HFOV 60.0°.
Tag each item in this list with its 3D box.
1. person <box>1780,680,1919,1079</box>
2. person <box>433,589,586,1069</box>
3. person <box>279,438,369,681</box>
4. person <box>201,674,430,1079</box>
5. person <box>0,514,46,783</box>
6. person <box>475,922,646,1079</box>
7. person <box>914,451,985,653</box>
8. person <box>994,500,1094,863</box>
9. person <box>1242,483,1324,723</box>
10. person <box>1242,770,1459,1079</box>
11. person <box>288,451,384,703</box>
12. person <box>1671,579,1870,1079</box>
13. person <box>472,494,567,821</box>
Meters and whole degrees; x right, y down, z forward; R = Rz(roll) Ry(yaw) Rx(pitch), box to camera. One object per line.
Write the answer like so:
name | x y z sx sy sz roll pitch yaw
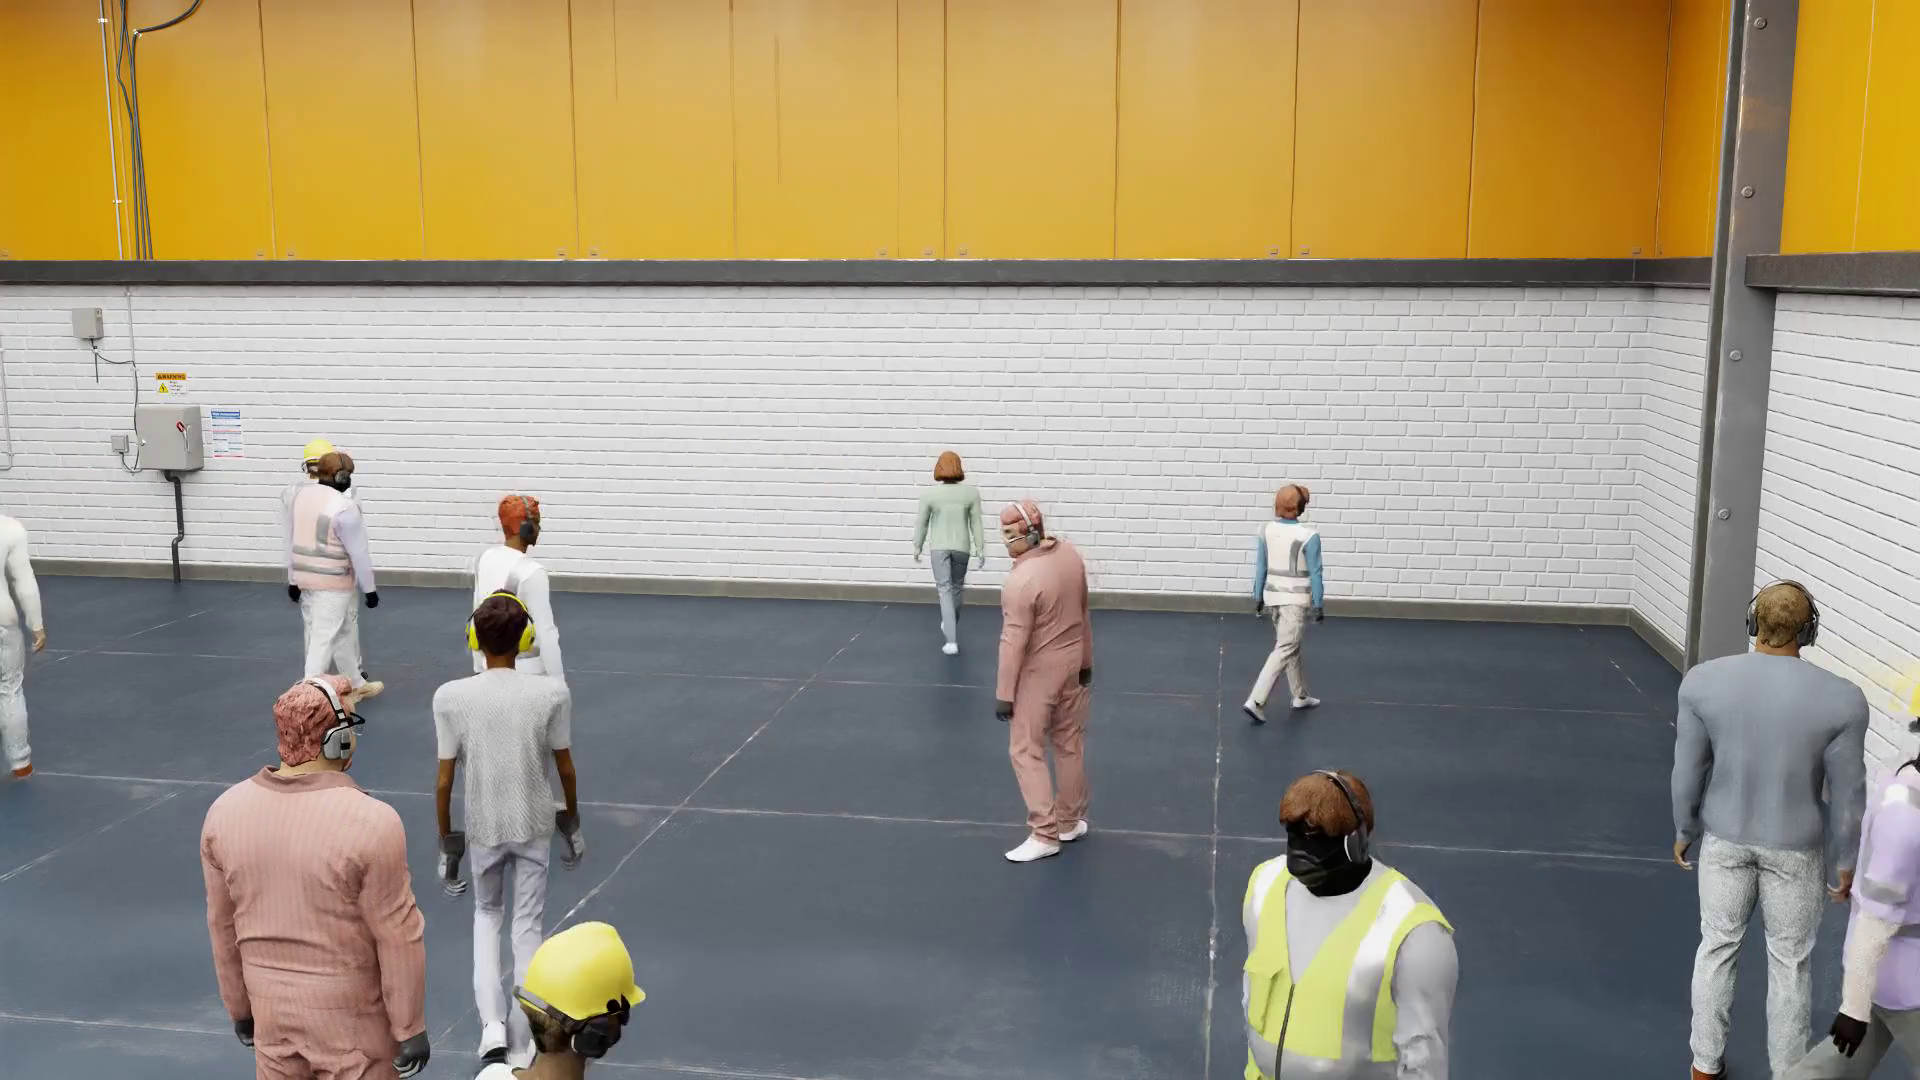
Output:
person | 2.858 1.290 5.081 1.015 1.886 0.598 6 11 34
person | -1.686 1.100 6.279 0.524 1.853 0.408 -1 9 -9
person | -4.590 0.174 12.072 0.588 1.831 0.404 -2 9 -10
person | -1.792 1.323 4.752 0.651 1.906 0.401 3 10 16
person | -5.697 0.532 9.633 0.693 1.909 0.616 -3 10 -20
person | -0.825 1.635 3.390 0.529 1.717 0.820 6 11 32
person | -0.092 0.081 13.378 0.538 1.584 0.862 -2 10 -14
person | 0.442 0.704 8.698 0.397 1.874 0.762 7 11 36
person | 2.193 0.418 11.242 0.835 1.603 0.520 -7 11 -36
person | 1.012 1.447 4.284 0.759 1.815 0.639 -8 12 -40
person | -4.224 0.290 11.417 0.651 1.804 0.824 7 12 37
person | 2.909 1.100 6.025 0.635 1.937 0.353 7 11 35
person | -2.265 0.675 8.858 0.617 1.862 0.700 9 13 43
